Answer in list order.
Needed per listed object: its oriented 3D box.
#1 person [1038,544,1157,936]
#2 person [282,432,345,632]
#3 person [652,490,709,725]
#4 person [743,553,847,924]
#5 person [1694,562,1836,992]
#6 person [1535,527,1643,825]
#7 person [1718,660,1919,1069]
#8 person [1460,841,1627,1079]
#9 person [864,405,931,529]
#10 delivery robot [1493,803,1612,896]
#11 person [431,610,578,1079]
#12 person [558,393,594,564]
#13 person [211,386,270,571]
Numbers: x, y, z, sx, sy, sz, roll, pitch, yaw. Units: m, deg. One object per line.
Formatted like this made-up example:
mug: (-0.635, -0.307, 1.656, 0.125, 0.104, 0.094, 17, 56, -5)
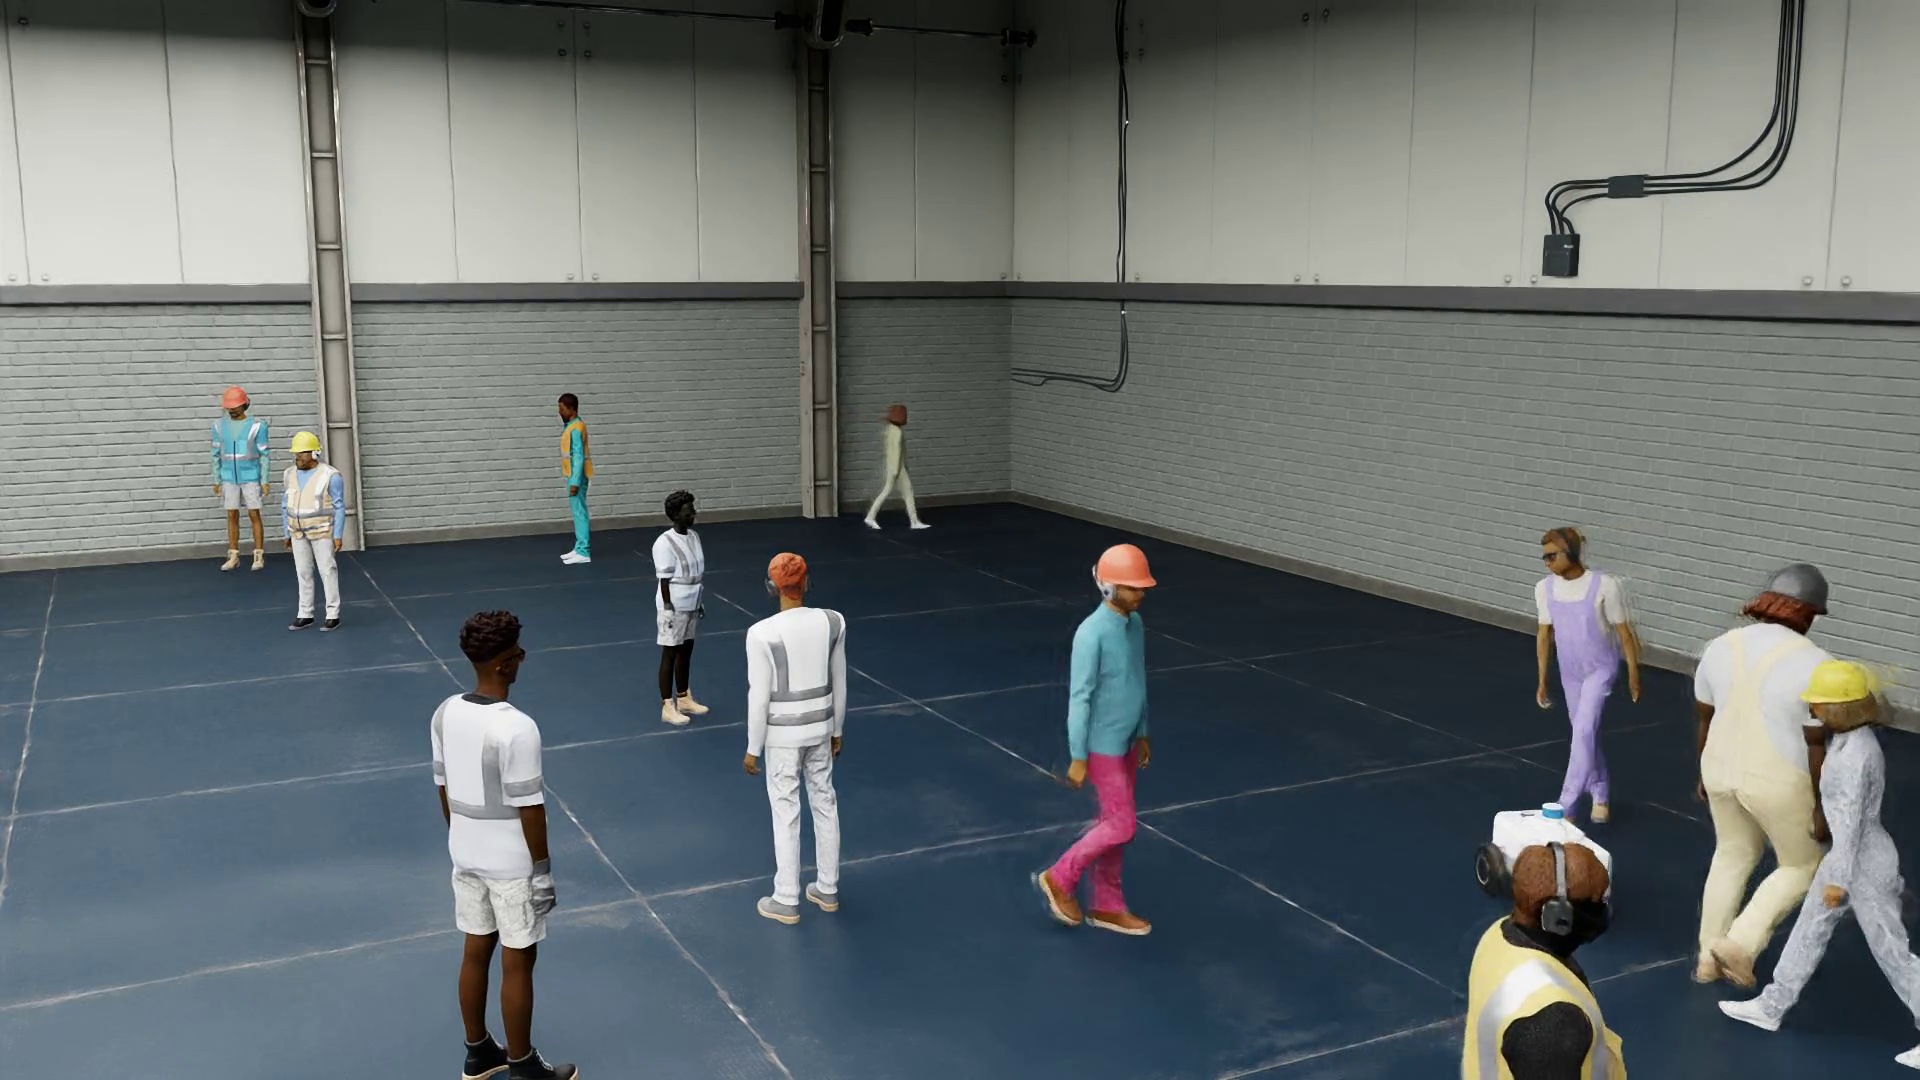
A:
person: (0.728, 0.983, 8.160, 0.493, 1.974, 0.632, 4, 10, 25)
person: (-5.896, -0.075, 15.128, 0.602, 1.830, 0.404, 2, 9, 12)
person: (-2.031, 0.481, 12.119, 0.321, 1.697, 0.530, 3, 10, 20)
person: (-0.827, 0.991, 8.401, 0.572, 1.886, 0.353, -7, 12, -37)
person: (3.656, 1.059, 7.501, 0.567, 2.000, 0.709, -4, 10, -25)
person: (3.615, 0.820, 9.764, 0.809, 1.784, 0.587, -6, 11, -35)
person: (3.738, 1.333, 6.906, 0.925, 1.690, 0.522, 4, 10, 23)
person: (1.489, 1.675, 4.467, 0.945, 1.810, 0.628, 2, 10, 14)
person: (-0.826, -0.924, 21.090, 0.821, 1.595, 0.499, -3, 10, -17)
delivery robot: (3.021, 1.591, 8.505, 0.477, 0.478, 0.707, -1, 9, -7)
person: (-1.820, 1.242, 6.601, 0.610, 1.966, 0.363, 7, 12, 37)
person: (-4.318, -0.696, 18.705, 0.392, 1.916, 0.587, -3, 10, -16)
person: (-7.855, -0.667, 18.161, 0.605, 2.034, 0.391, -1, 9, -5)
